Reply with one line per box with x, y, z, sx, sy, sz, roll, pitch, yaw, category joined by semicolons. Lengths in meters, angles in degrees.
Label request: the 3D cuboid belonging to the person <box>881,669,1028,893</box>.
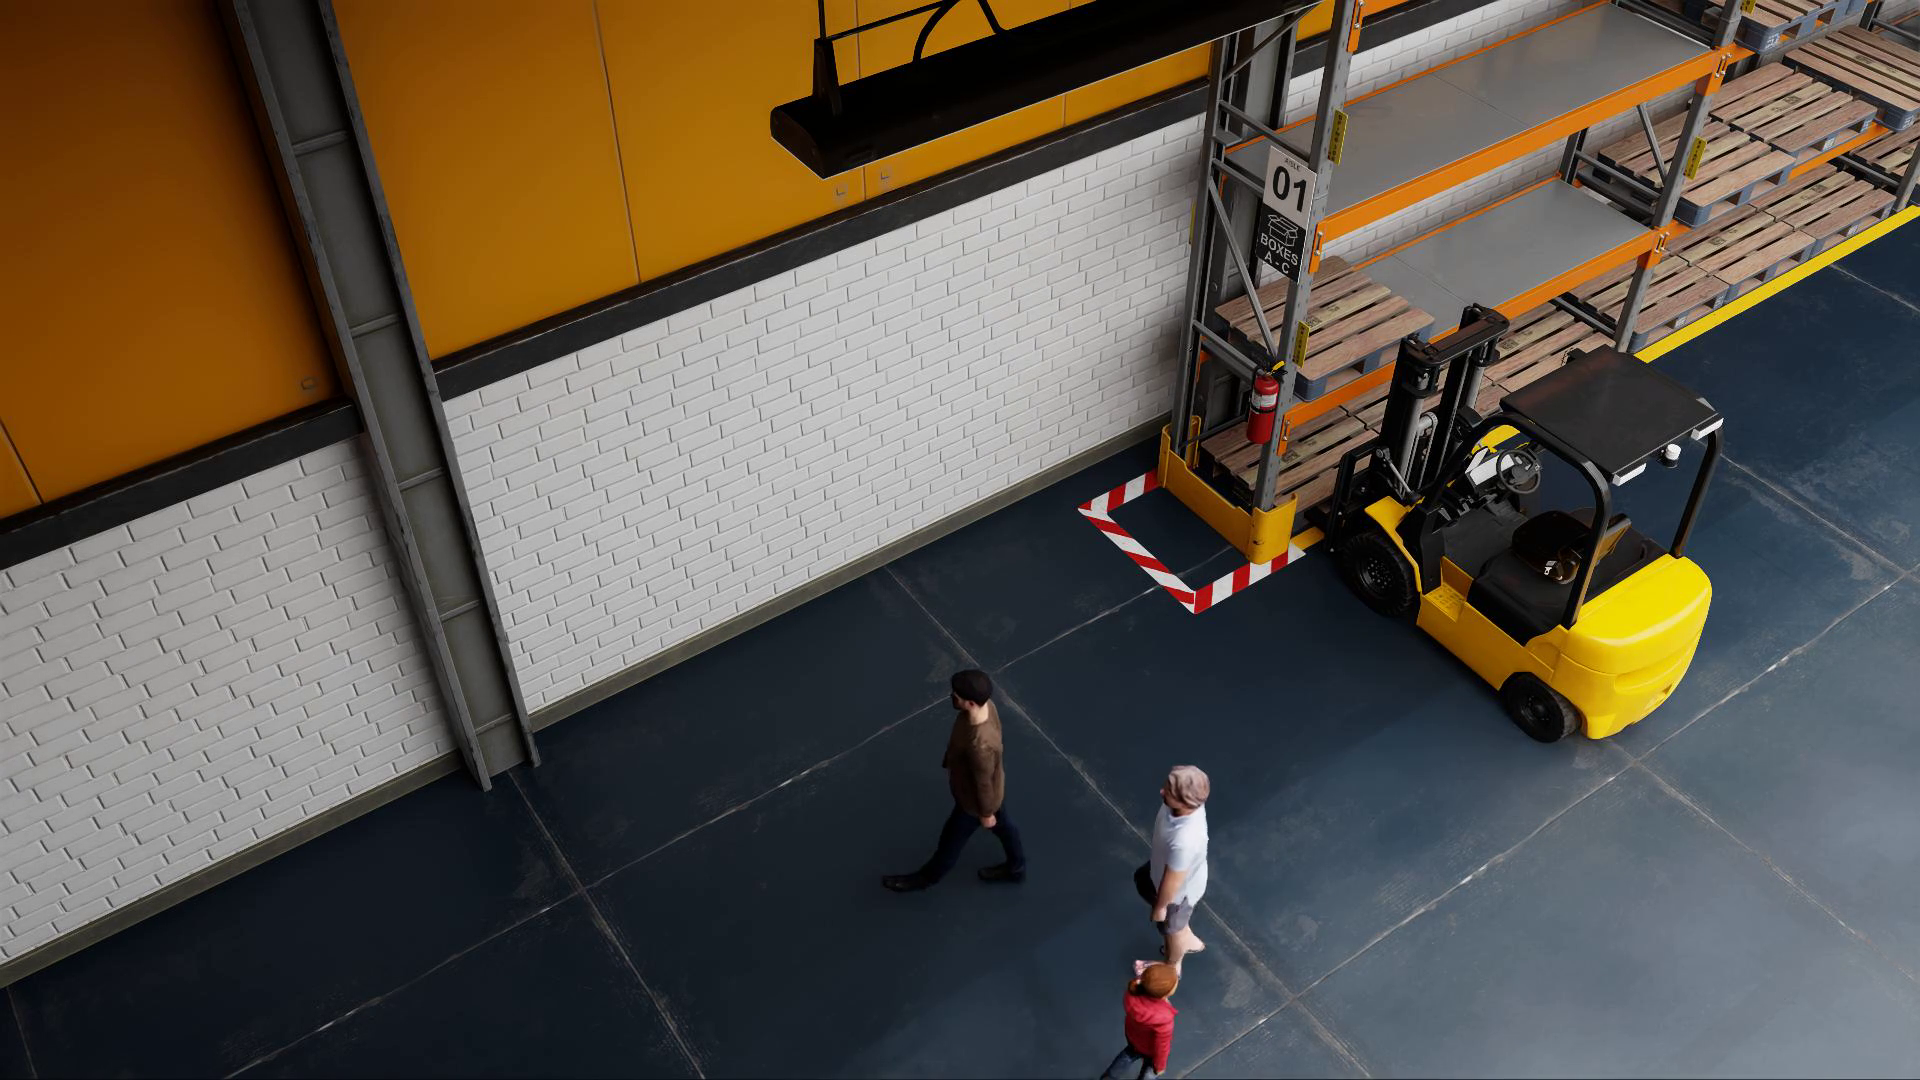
0.188;1.403;9.412;1.206;1.843;1.043;-2;44;-2;person

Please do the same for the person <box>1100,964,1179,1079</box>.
0.896;2.587;8.558;0.713;1.307;0.578;-17;46;-17;person

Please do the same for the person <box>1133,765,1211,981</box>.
1.255;1.826;8.982;0.873;1.823;0.823;4;44;4;person
